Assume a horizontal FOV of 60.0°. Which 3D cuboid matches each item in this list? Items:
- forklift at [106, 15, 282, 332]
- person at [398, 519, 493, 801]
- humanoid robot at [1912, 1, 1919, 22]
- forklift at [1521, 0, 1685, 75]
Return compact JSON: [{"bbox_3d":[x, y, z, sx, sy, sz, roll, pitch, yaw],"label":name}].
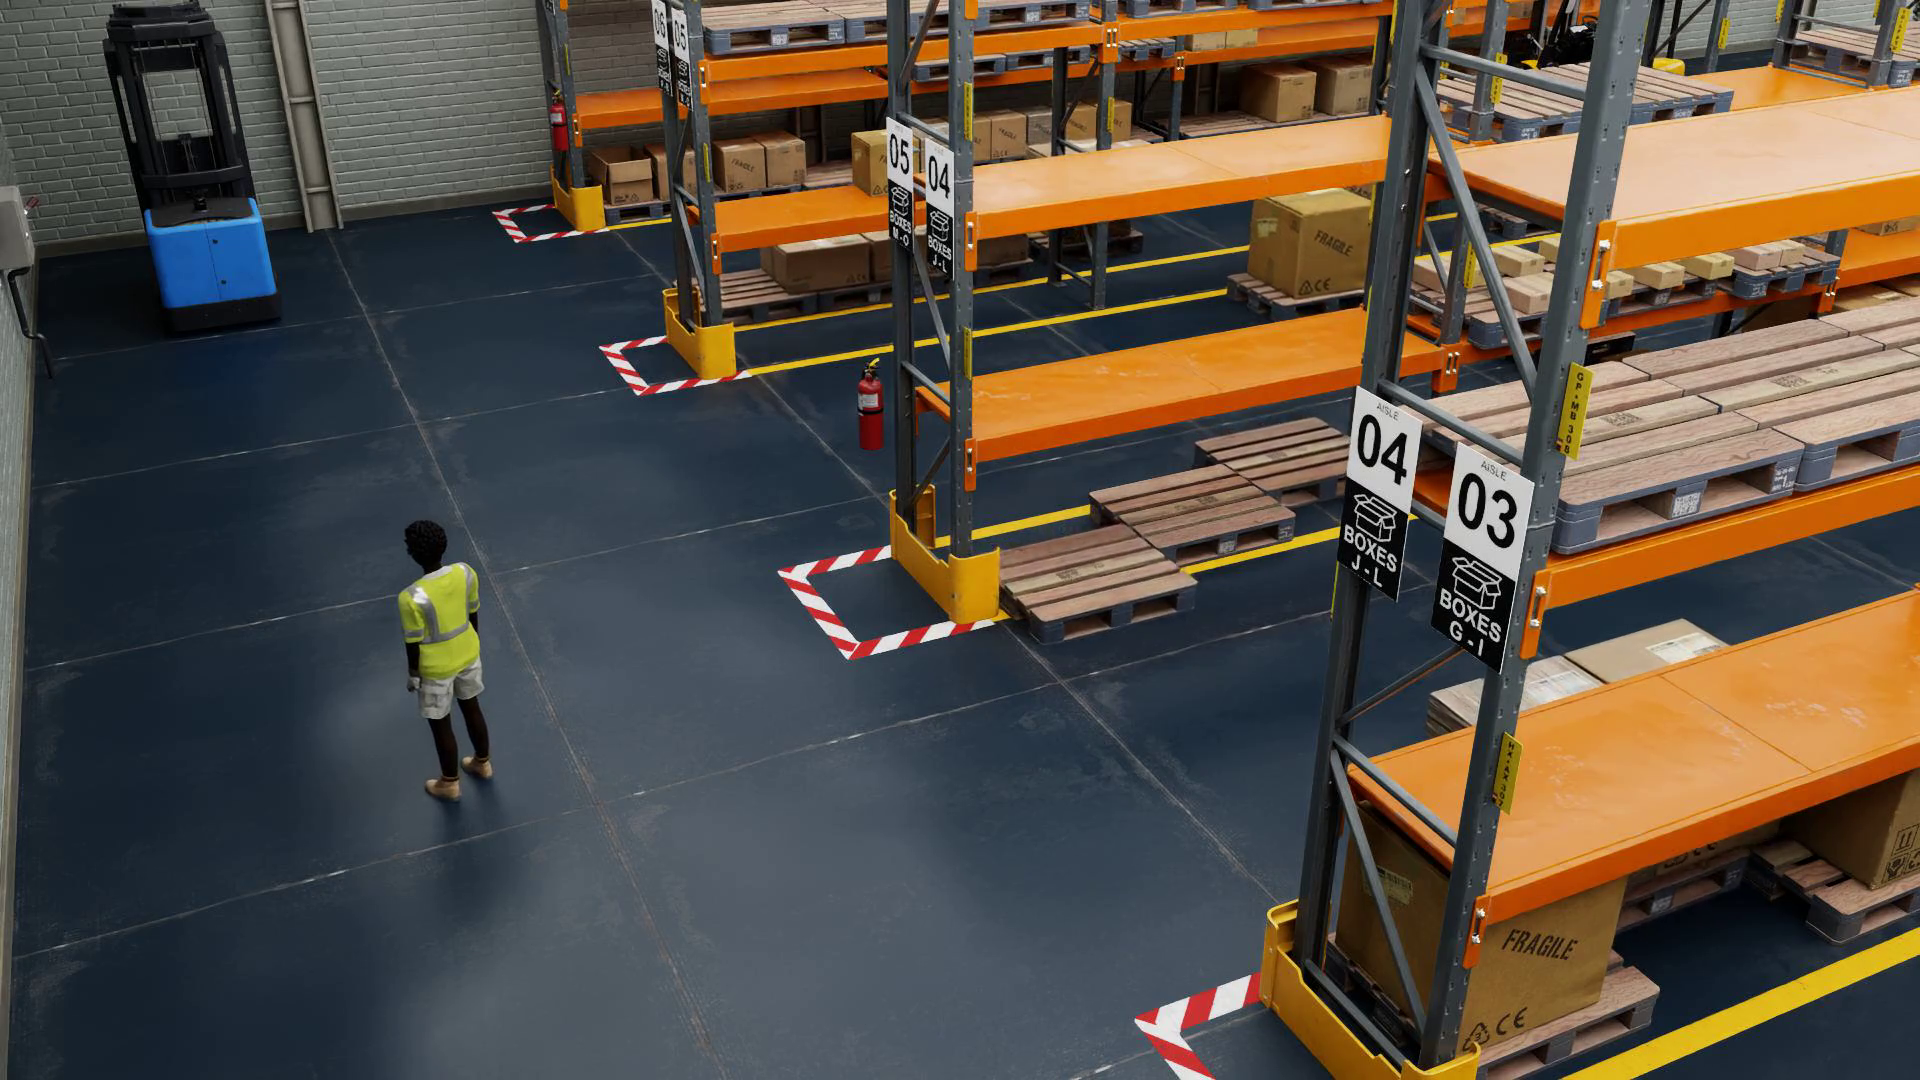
[{"bbox_3d":[-7.548,-3.672,16.323,1.129,2.768,1.873,-12,30,-22],"label":"forklift"},{"bbox_3d":[-2.866,0.666,9.287,0.323,1.686,0.539,15,31,26],"label":"person"},{"bbox_3d":[15.682,-8.495,26.766,1.032,1.732,0.552,-13,30,-24],"label":"humanoid robot"},{"bbox_3d":[8.950,-6.807,23.056,1.214,2.155,2.313,-12,30,-22],"label":"forklift"}]
